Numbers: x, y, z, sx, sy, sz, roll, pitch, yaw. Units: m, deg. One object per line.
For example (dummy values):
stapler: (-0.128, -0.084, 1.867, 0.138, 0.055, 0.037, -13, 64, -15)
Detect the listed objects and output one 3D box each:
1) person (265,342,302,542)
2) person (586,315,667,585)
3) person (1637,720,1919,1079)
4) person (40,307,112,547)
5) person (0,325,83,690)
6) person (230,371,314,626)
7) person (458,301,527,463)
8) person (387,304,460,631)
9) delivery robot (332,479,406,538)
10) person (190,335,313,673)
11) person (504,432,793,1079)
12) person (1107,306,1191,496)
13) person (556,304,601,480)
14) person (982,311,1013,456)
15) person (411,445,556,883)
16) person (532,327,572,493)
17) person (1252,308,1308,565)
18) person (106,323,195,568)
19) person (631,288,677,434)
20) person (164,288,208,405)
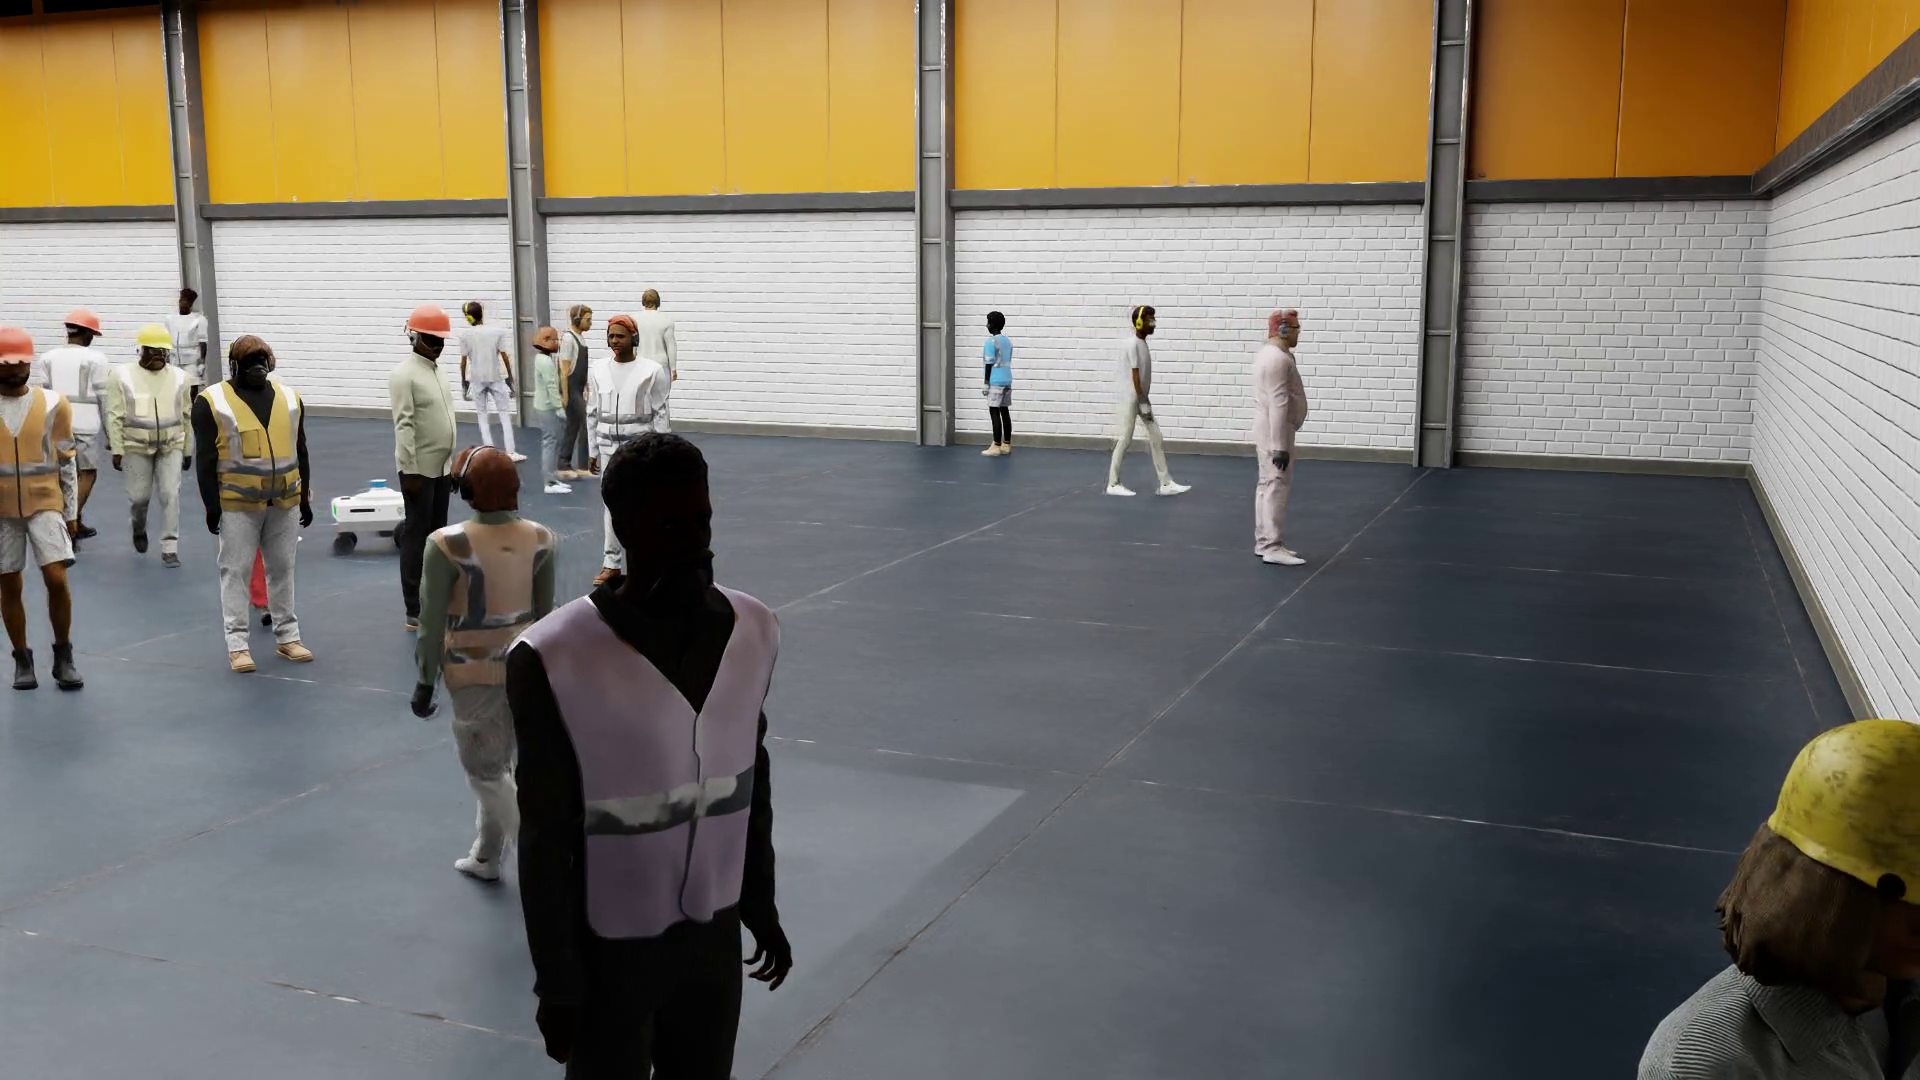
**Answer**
person: (-5.542, -0.770, 13.249, 0.514, 1.630, 0.275, 1, 9, 7)
person: (-2.313, -0.611, 11.522, 0.572, 1.883, 0.356, 2, 10, 10)
person: (0.973, 1.045, 1.913, 0.492, 1.740, 0.325, -4, 10, -25)
person: (-7.066, -0.891, 13.204, 0.561, 1.895, 0.750, 2, 9, 9)
person: (-4.863, -0.144, 8.607, 0.569, 1.917, 0.624, -5, 11, -30)
person: (-4.349, -0.339, 10.354, 0.539, 1.718, 0.897, -7, 12, -36)
person: (-5.241, -1.742, 18.563, 0.676, 1.818, 0.339, -3, 10, -18)
person: (-3.239, -0.439, 10.167, 0.391, 1.986, 0.609, 1, 9, 6)
delivery robot: (-4.501, -0.228, 12.931, 0.707, 0.478, 0.477, -2, 10, -14)
person: (-3.876, -0.207, 9.200, 0.429, 1.844, 0.626, 9, 13, 42)
person: (-0.583, 0.744, 3.204, 0.397, 1.919, 0.590, 8, 12, 41)
person: (1.806, -1.309, 15.908, 0.900, 1.834, 0.520, 5, 10, 27)
person: (-3.895, -1.514, 17.190, 0.696, 1.814, 0.540, 0, 9, 2)
person: (0.439, -1.829, 19.485, 0.319, 1.692, 0.529, 5, 11, 28)
person: (-1.574, 0.479, 5.736, 0.769, 1.613, 0.513, 7, 12, 36)
person: (-3.991, -1.262, 16.255, 0.336, 1.631, 0.515, -3, 10, -16)
person: (2.393, -0.778, 12.468, 0.405, 1.908, 0.652, 1, 9, 3)
person: (-5.993, -0.708, 12.335, 0.600, 1.806, 0.609, -7, 12, -37)
person: (-3.779, -2.117, 20.479, 0.627, 1.940, 0.371, 1, 9, 8)
person: (-10.404, -2.417, 22.334, 0.675, 1.934, 0.386, 1, 9, 6)
